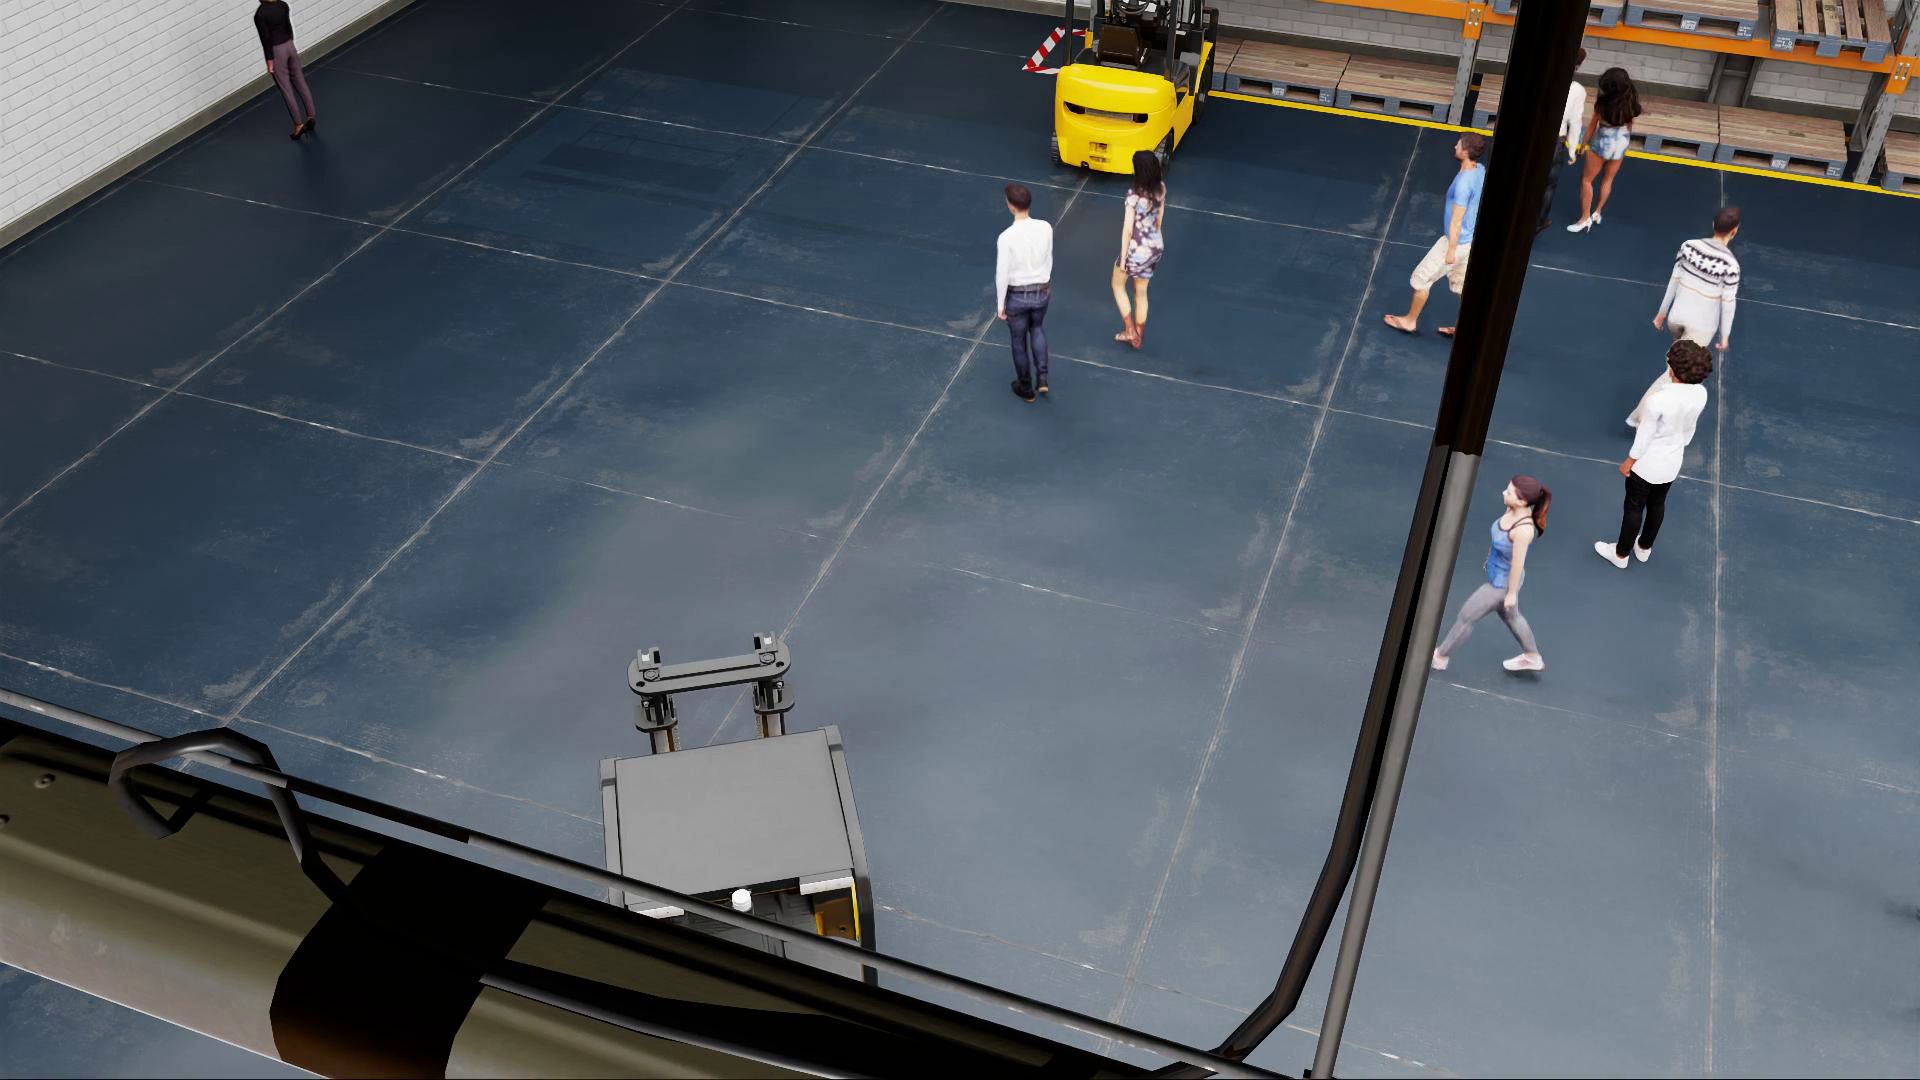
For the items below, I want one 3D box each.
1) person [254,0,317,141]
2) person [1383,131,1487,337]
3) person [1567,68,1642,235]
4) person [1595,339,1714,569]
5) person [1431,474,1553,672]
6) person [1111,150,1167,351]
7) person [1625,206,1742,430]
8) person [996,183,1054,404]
[{"bbox_3d":[-6.916,-4.923,16.999,0.520,1.670,0.589,13,40,15],"label":"person"},{"bbox_3d":[4.212,-2.455,13.774,1.046,1.837,0.813,25,45,28],"label":"person"},{"bbox_3d":[6.023,-3.625,15.435,0.679,1.593,0.797,1,39,2],"label":"person"},{"bbox_3d":[4.807,-0.582,11.450,0.715,1.810,0.790,-13,40,-15],"label":"person"},{"bbox_3d":[3.523,0.267,10.582,1.082,1.566,0.594,10,40,13],"label":"person"},{"bbox_3d":[1.548,-2.337,13.725,0.742,1.714,0.773,-26,46,-29],"label":"person"},{"bbox_3d":[5.562,-1.643,12.779,1.291,1.811,1.276,-18,42,-21],"label":"person"},{"bbox_3d":[0.562,-1.872,13.034,0.807,1.850,0.868,-12,40,-14],"label":"person"}]
